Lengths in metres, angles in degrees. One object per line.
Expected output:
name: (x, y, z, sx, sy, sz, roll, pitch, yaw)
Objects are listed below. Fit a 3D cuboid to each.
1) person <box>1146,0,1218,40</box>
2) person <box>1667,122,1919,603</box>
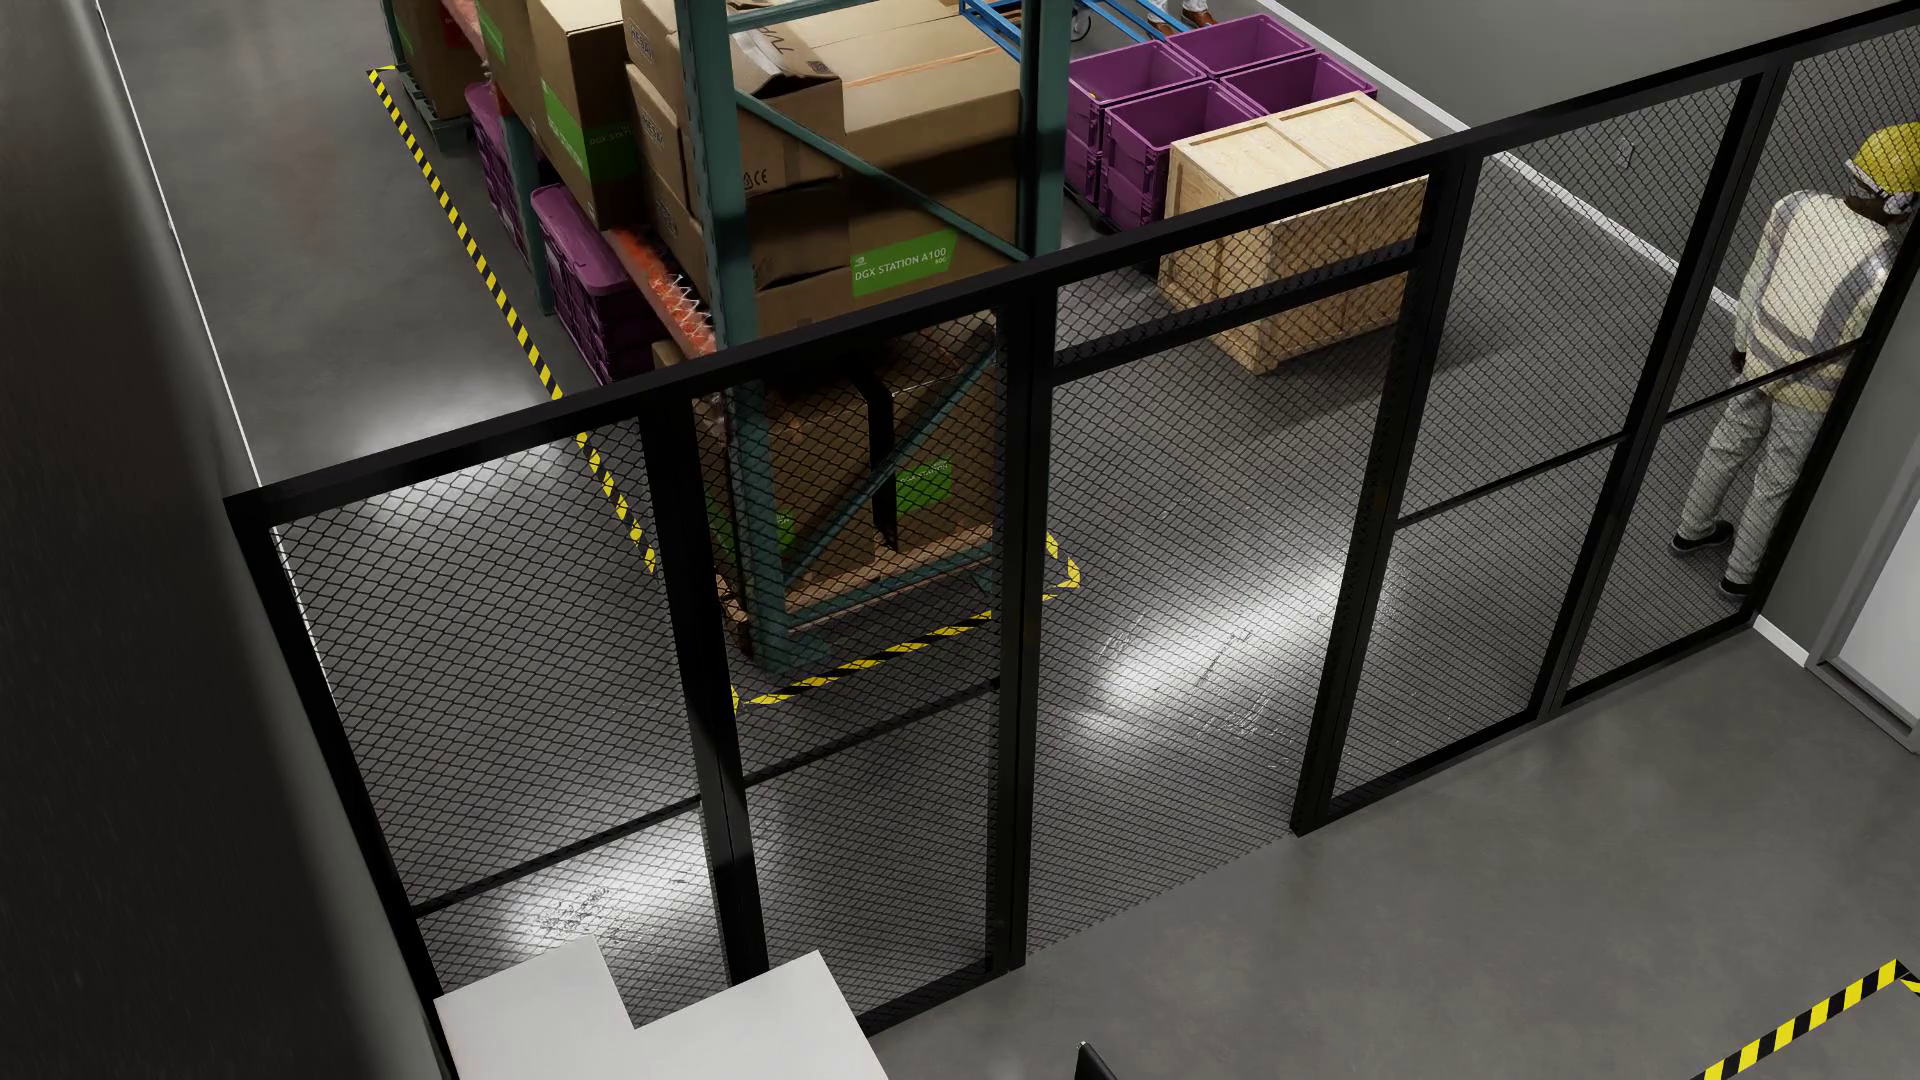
person: (1.289, -3.632, 8.919, 0.629, 1.939, 0.376, -20, 46, -21)
person: (2.874, -0.579, 5.656, 0.403, 1.830, 0.598, -14, 44, -15)
